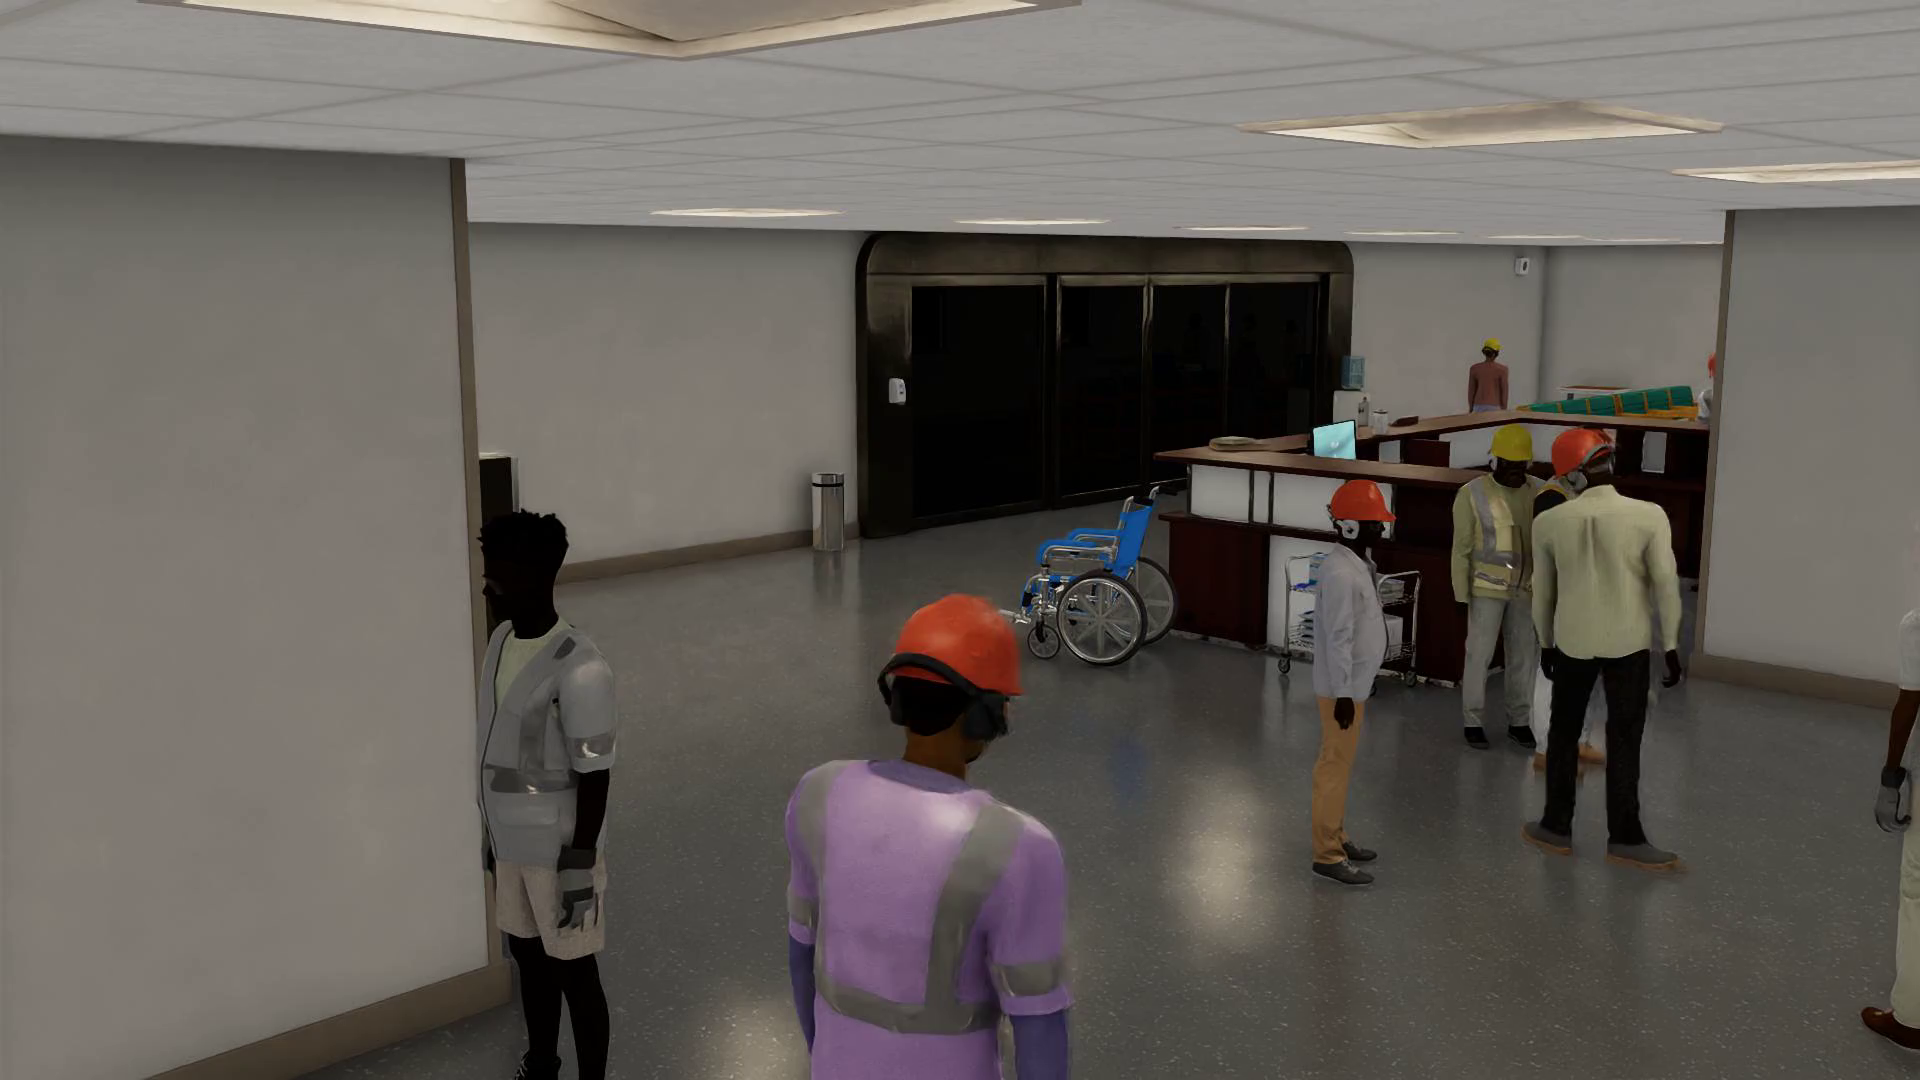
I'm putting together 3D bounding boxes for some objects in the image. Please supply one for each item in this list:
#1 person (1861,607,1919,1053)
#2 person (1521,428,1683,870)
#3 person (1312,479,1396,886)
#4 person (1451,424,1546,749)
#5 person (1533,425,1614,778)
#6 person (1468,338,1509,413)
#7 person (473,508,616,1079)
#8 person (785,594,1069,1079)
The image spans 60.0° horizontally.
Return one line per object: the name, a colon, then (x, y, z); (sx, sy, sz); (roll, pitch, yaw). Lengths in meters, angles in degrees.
person: (3.370, 0.820, 5.639); (0.512, 1.862, 0.322); (0, 9, 0)
person: (2.931, 0.487, 7.457); (0.758, 1.948, 0.390); (7, 12, 36)
person: (1.710, 0.605, 7.272); (0.327, 1.752, 0.563); (3, 10, 18)
person: (3.010, 0.260, 9.211); (0.599, 1.819, 0.403); (-1, 9, -8)
person: (3.266, 0.313, 8.790); (0.633, 1.846, 0.429); (-9, 13, -44)
person: (6.840, -1.727, 21.540); (0.526, 1.769, 0.329); (7, 12, 36)
person: (-1.251, 0.878, 4.948); (0.367, 1.966, 0.604); (-9, 13, -43)
person: (-0.062, 1.118, 3.325); (0.648, 2.018, 0.508); (6, 11, 32)
